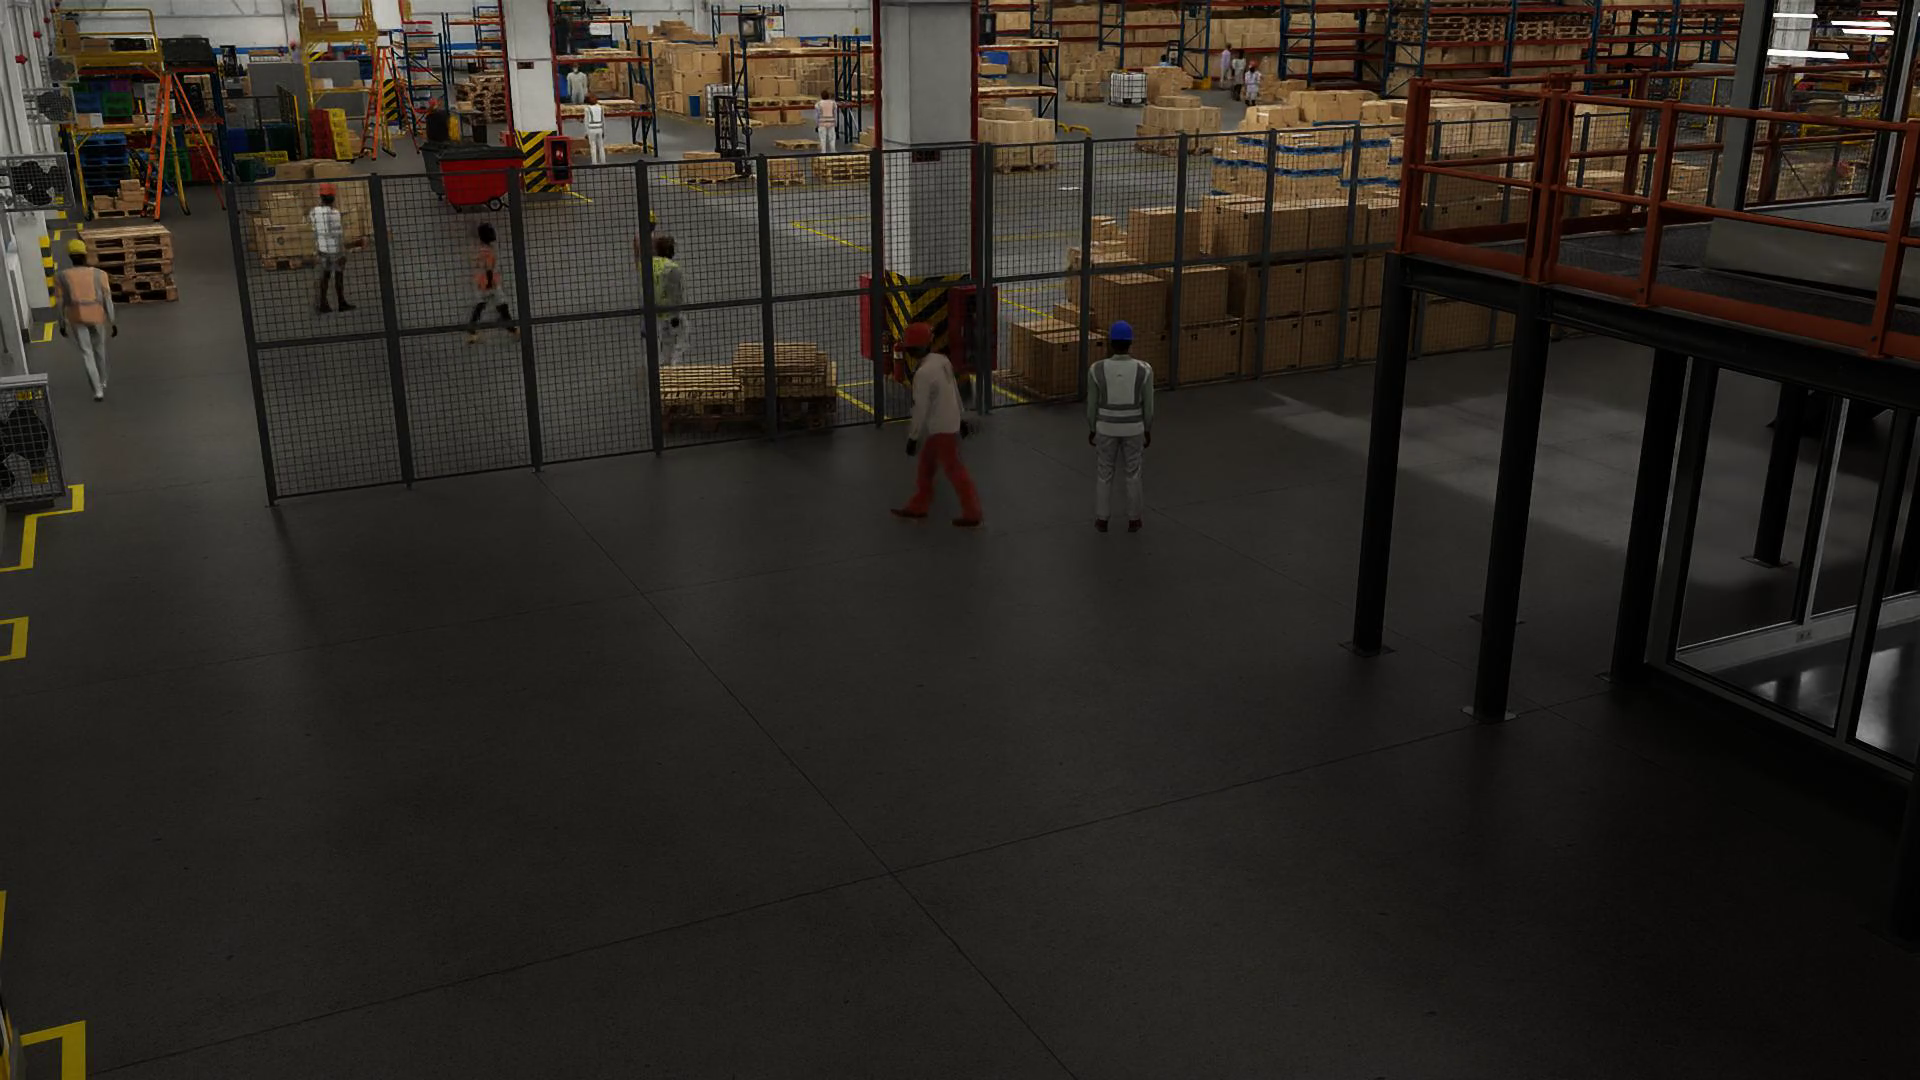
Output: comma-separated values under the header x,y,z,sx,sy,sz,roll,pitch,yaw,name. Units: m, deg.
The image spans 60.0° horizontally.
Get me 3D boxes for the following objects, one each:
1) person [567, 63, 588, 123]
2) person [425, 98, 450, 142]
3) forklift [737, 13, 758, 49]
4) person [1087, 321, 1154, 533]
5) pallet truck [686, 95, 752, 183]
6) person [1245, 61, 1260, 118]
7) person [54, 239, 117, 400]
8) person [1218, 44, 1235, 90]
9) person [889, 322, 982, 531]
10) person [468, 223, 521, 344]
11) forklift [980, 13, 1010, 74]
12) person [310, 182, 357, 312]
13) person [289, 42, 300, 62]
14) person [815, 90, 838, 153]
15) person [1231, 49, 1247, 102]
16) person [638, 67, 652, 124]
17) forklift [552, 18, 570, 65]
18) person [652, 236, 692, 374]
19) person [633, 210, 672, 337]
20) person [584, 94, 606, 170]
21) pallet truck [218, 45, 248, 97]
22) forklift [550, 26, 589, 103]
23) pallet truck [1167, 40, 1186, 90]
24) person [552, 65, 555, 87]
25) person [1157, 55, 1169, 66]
x,y,z,sx,sy,sz,roll,pitch,yaw,name
-12.584,-14.715,54.779,0.642,1.927,0.475,-3,19,-9,person
-12.453,-9.568,39.774,0.620,1.975,0.693,8,21,23,person
-10.045,-23.561,78.969,1.129,2.768,1.873,-9,21,-25,forklift
1.444,-1.011,15.013,0.603,1.945,0.390,1,19,4,person
-5.836,-9.608,39.856,0.823,1.965,1.885,10,22,27,pallet truck
9.834,-15.156,56.059,0.560,1.923,0.413,10,21,27,person
-10.420,-2.639,19.842,0.601,1.880,0.974,-11,22,-29,person
11.164,-19.662,69.145,0.855,1.904,0.654,-5,20,-14,person
-0.246,-1.018,15.069,0.996,1.915,0.627,5,20,13,person
-6.369,-3.487,22.635,0.861,1.647,0.544,-11,22,-29,person
1.346,-23.514,78.831,1.873,2.768,1.129,15,24,37,forklift
-9.337,-4.331,24.674,0.547,1.947,0.414,9,21,24,person
-28.277,-20.304,71.010,0.544,1.905,0.865,17,25,40,person
-3.535,-10.940,43.952,0.627,1.844,0.429,-7,20,-19,person
10.669,-17.717,63.444,0.612,1.938,0.424,-10,22,-28,person
-10.421,-14.623,54.666,0.718,1.819,0.518,11,22,30,person
-17.188,-21.113,71.874,1.873,2.768,1.129,-12,22,-31,forklift
-3.584,-2.821,20.439,0.629,1.822,0.455,15,24,37,person
-4.270,-3.661,22.970,0.523,1.765,0.316,14,24,35,person
-9.248,-10.336,42.158,0.351,1.878,0.568,17,25,40,person
-28.879,-18.665,66.111,0.823,1.965,1.885,-3,19,-9,pallet truck
-14.917,-17.751,62.127,1.873,2.768,1.129,-9,21,-25,forklift
9.045,-19.971,69.895,0.823,1.965,1.885,-3,19,-8,pallet truck
-14.960,-16.455,59.835,0.655,1.906,0.900,-16,25,-39,person
7.867,-18.044,64.810,0.553,1.651,0.848,-6,20,-17,person
